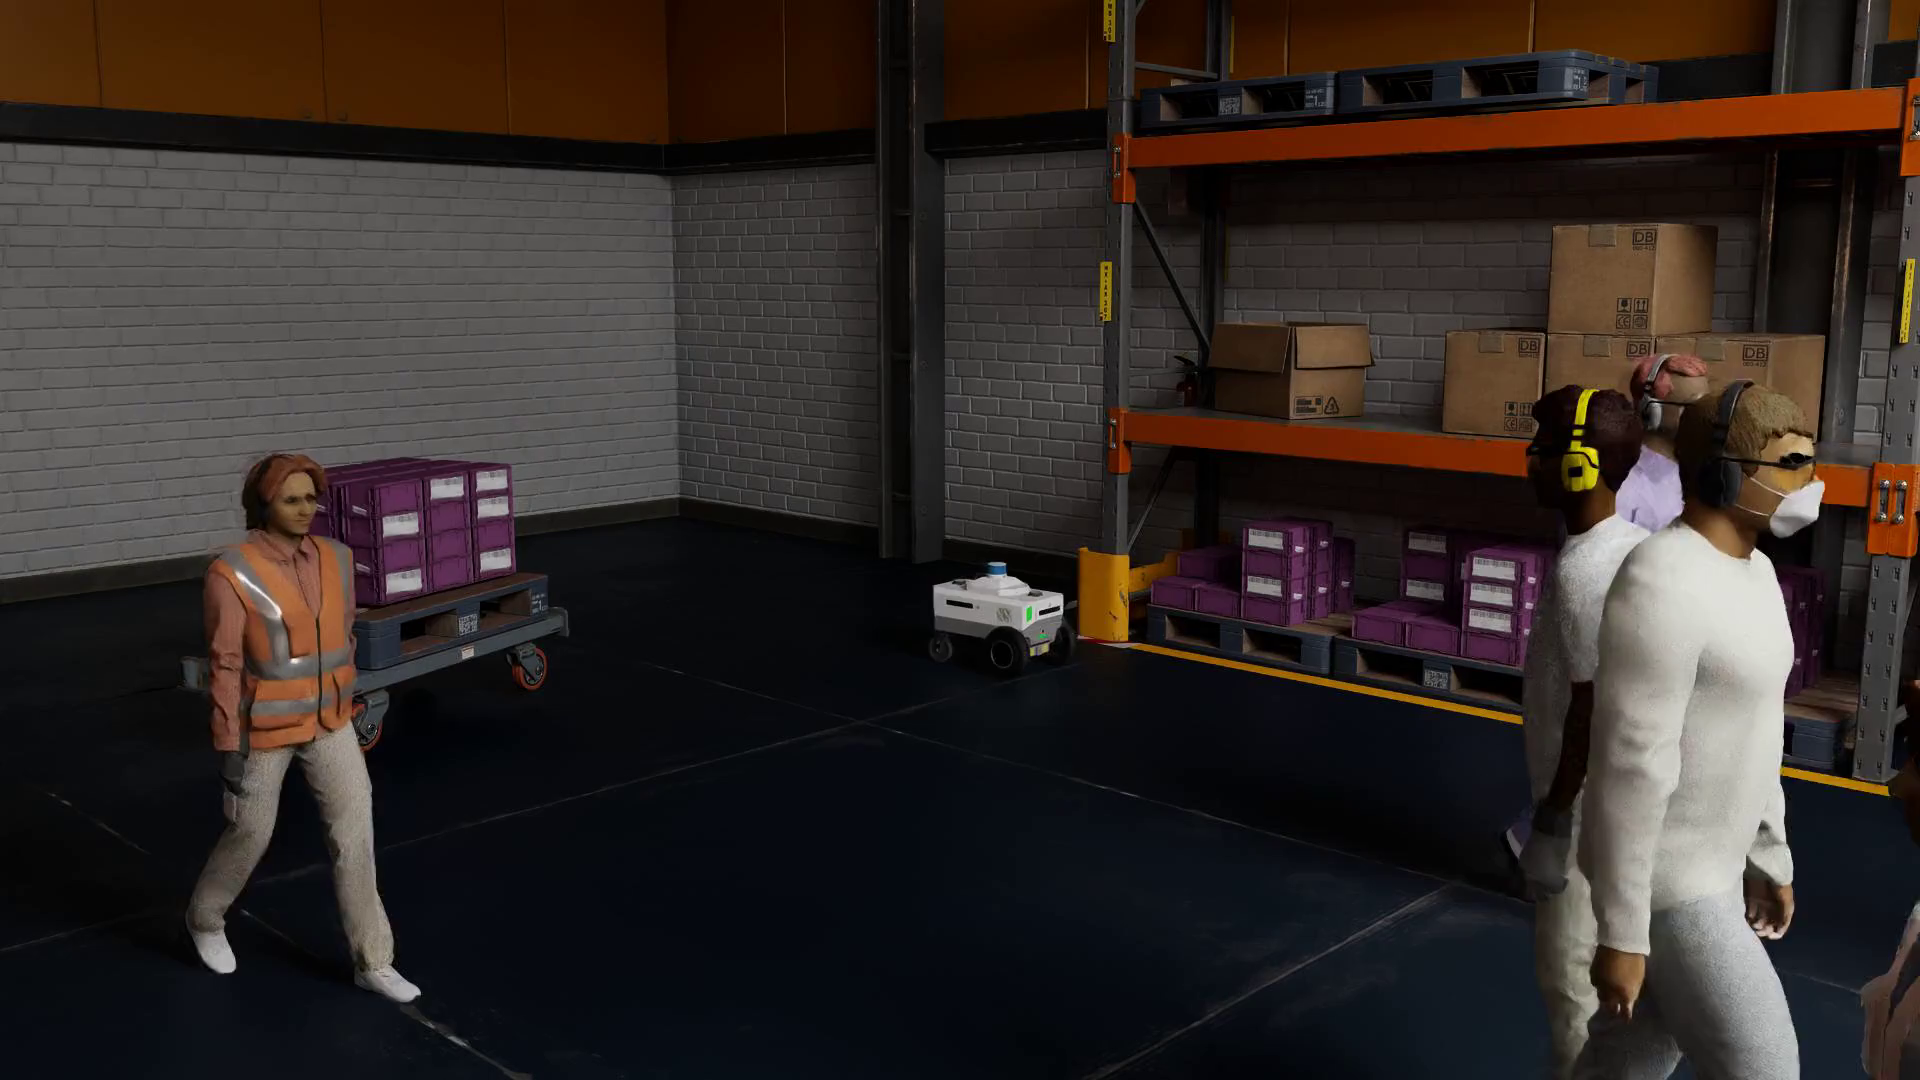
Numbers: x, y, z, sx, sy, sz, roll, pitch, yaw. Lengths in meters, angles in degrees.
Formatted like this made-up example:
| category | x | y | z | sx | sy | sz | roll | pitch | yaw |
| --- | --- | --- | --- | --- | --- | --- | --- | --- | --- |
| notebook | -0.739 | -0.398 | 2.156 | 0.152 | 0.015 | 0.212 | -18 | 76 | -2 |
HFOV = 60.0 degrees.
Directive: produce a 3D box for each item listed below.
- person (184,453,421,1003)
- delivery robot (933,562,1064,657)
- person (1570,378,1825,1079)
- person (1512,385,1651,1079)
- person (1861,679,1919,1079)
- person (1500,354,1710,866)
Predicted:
| category | x | y | z | sx | sy | sz | roll | pitch | yaw |
| --- | --- | --- | --- | --- | --- | --- | --- | --- | --- |
| person | -1.993 | 0.537 | 4.856 | 0.821 | 1.606 | 0.530 | 5 | 11 | 29 |
| delivery robot | 0.196 | 0.360 | 8.860 | 0.707 | 0.478 | 0.477 | 8 | 12 | 39 |
| person | 1.488 | 0.670 | 3.076 | 0.803 | 1.914 | 0.655 | 6 | 11 | 34 |
| person | 1.377 | 0.589 | 3.738 | 0.311 | 1.866 | 0.529 | 6 | 11 | 33 |
| person | 1.245 | 0.964 | 2.150 | 0.460 | 1.621 | 0.545 | 4 | 10 | 24 |
| person | 2.099 | 0.355 | 5.163 | 0.644 | 1.874 | 0.881 | -9 | 13 | -43 |
